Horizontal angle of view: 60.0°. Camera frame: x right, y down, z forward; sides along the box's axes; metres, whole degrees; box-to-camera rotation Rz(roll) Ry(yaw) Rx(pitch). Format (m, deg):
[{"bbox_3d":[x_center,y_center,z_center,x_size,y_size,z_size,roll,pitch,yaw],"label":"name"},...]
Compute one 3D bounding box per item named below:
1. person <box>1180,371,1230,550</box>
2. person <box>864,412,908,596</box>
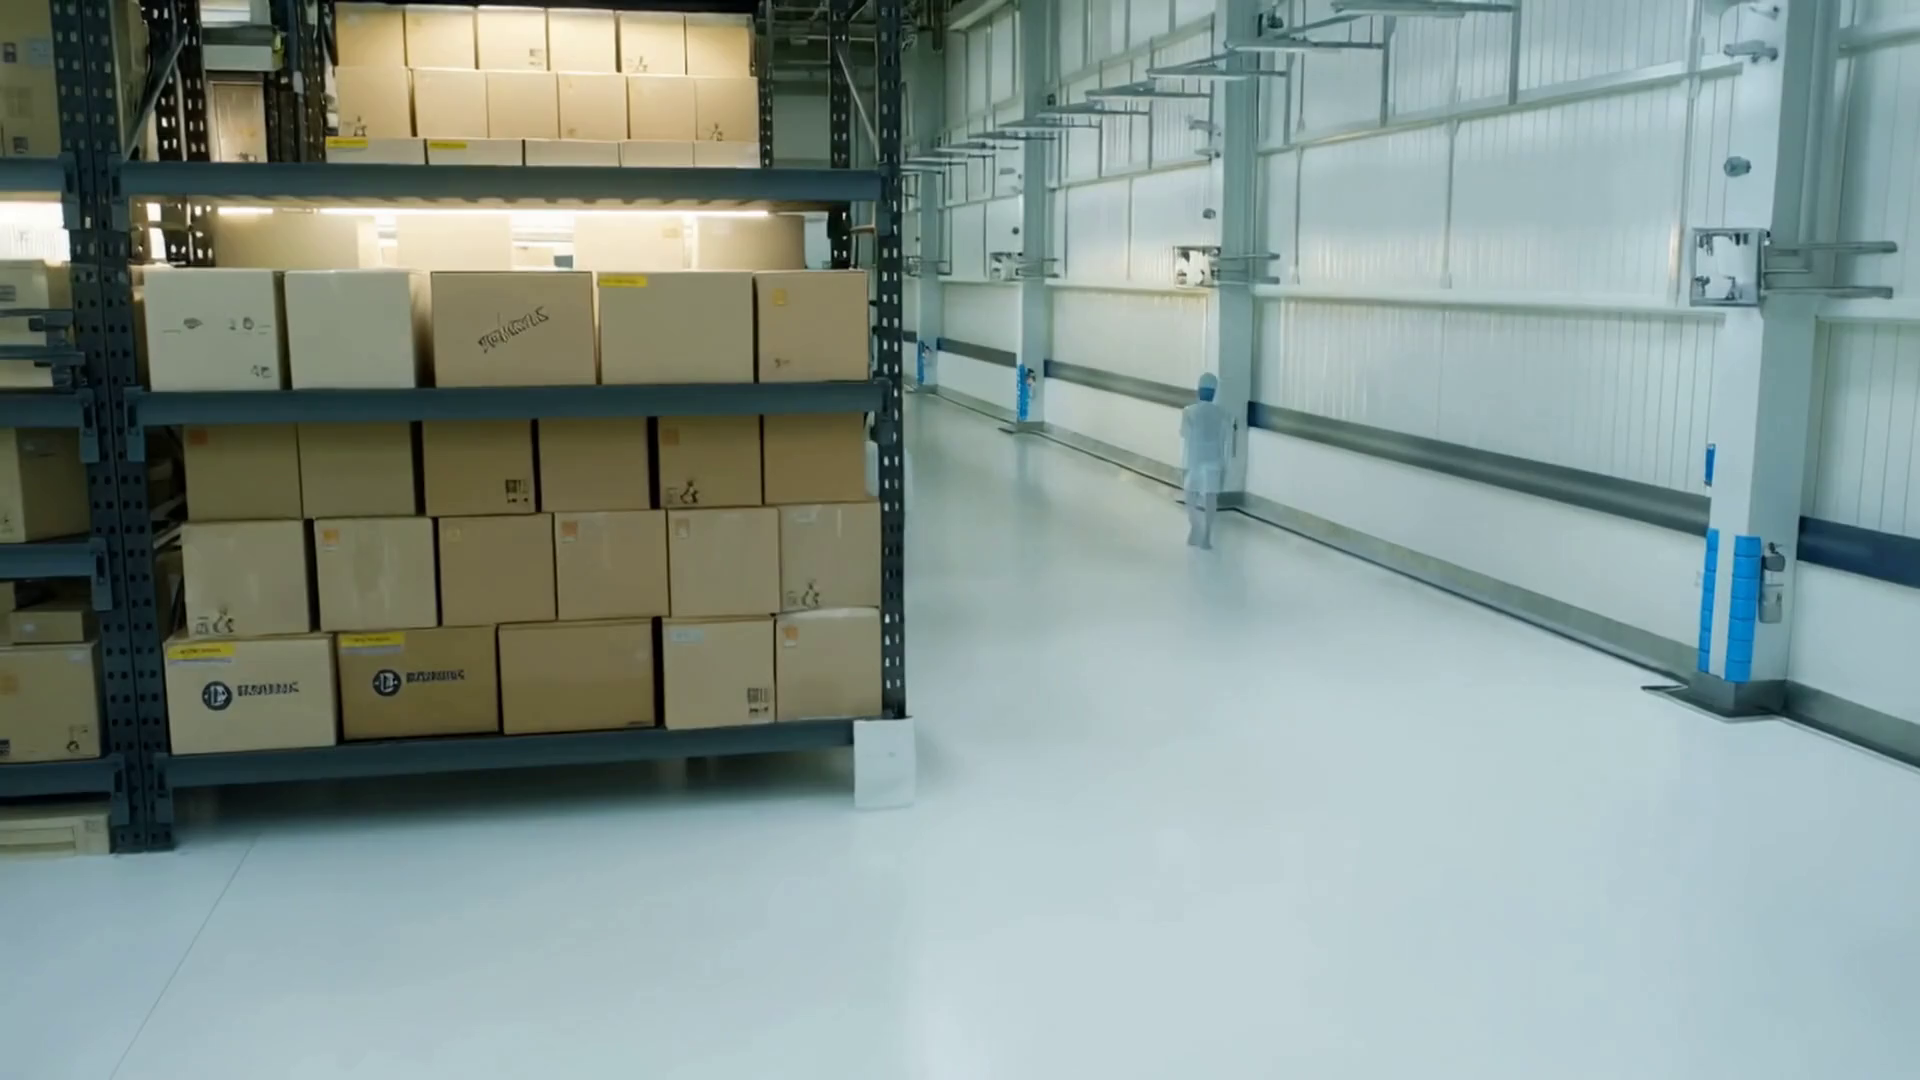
[{"bbox_3d":[2.621,-0.845,17.858,0.546,1.925,0.415,0,9,-1],"label":"person"},{"bbox_3d":[-0.755,-0.347,15.360,0.562,1.741,0.375,-1,9,-8],"label":"person"}]
